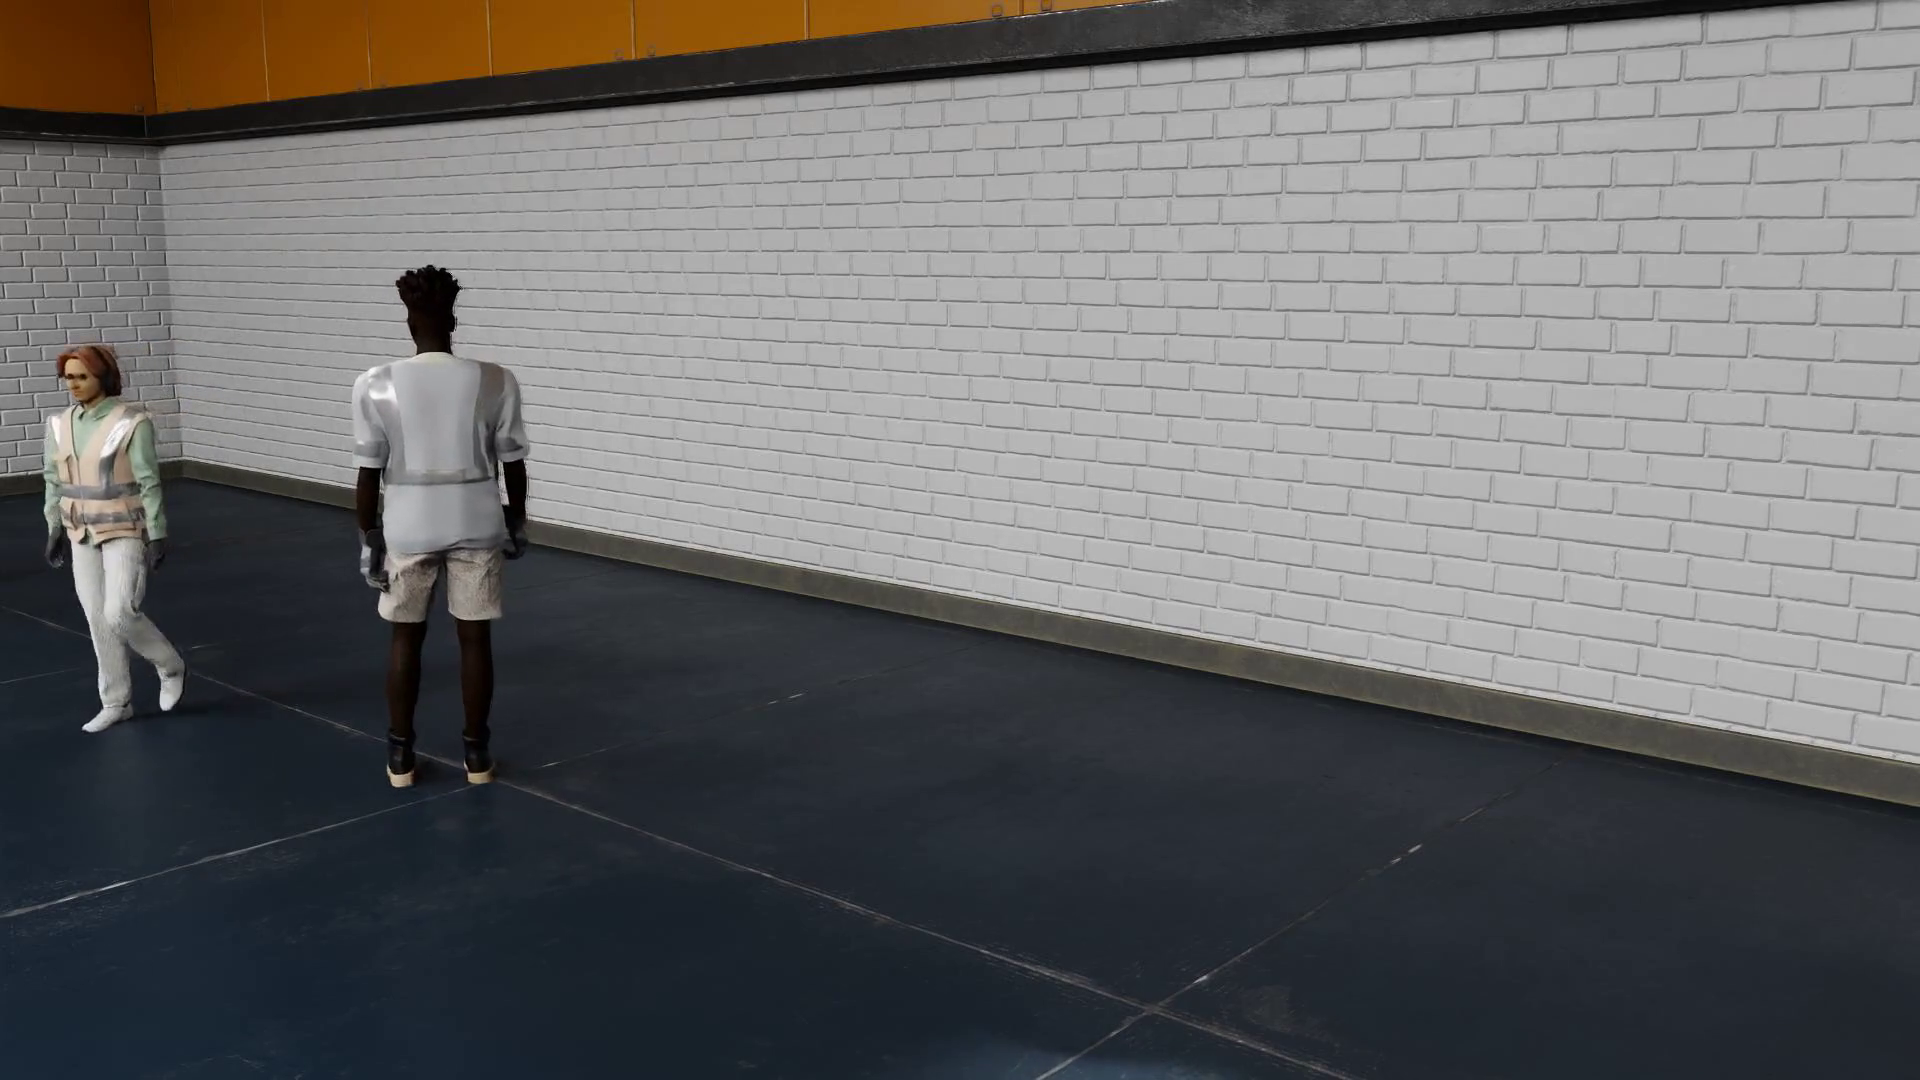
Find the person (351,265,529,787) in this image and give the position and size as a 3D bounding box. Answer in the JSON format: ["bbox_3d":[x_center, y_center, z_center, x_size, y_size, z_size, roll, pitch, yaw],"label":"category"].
[{"bbox_3d":[-1.926,-0.038,6.234,0.626,1.961,0.444,-3,10,-16],"label":"person"}]

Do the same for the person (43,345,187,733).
[{"bbox_3d":[-3.573,-0.005,6.986,0.528,1.626,0.391,3,10,17],"label":"person"}]
